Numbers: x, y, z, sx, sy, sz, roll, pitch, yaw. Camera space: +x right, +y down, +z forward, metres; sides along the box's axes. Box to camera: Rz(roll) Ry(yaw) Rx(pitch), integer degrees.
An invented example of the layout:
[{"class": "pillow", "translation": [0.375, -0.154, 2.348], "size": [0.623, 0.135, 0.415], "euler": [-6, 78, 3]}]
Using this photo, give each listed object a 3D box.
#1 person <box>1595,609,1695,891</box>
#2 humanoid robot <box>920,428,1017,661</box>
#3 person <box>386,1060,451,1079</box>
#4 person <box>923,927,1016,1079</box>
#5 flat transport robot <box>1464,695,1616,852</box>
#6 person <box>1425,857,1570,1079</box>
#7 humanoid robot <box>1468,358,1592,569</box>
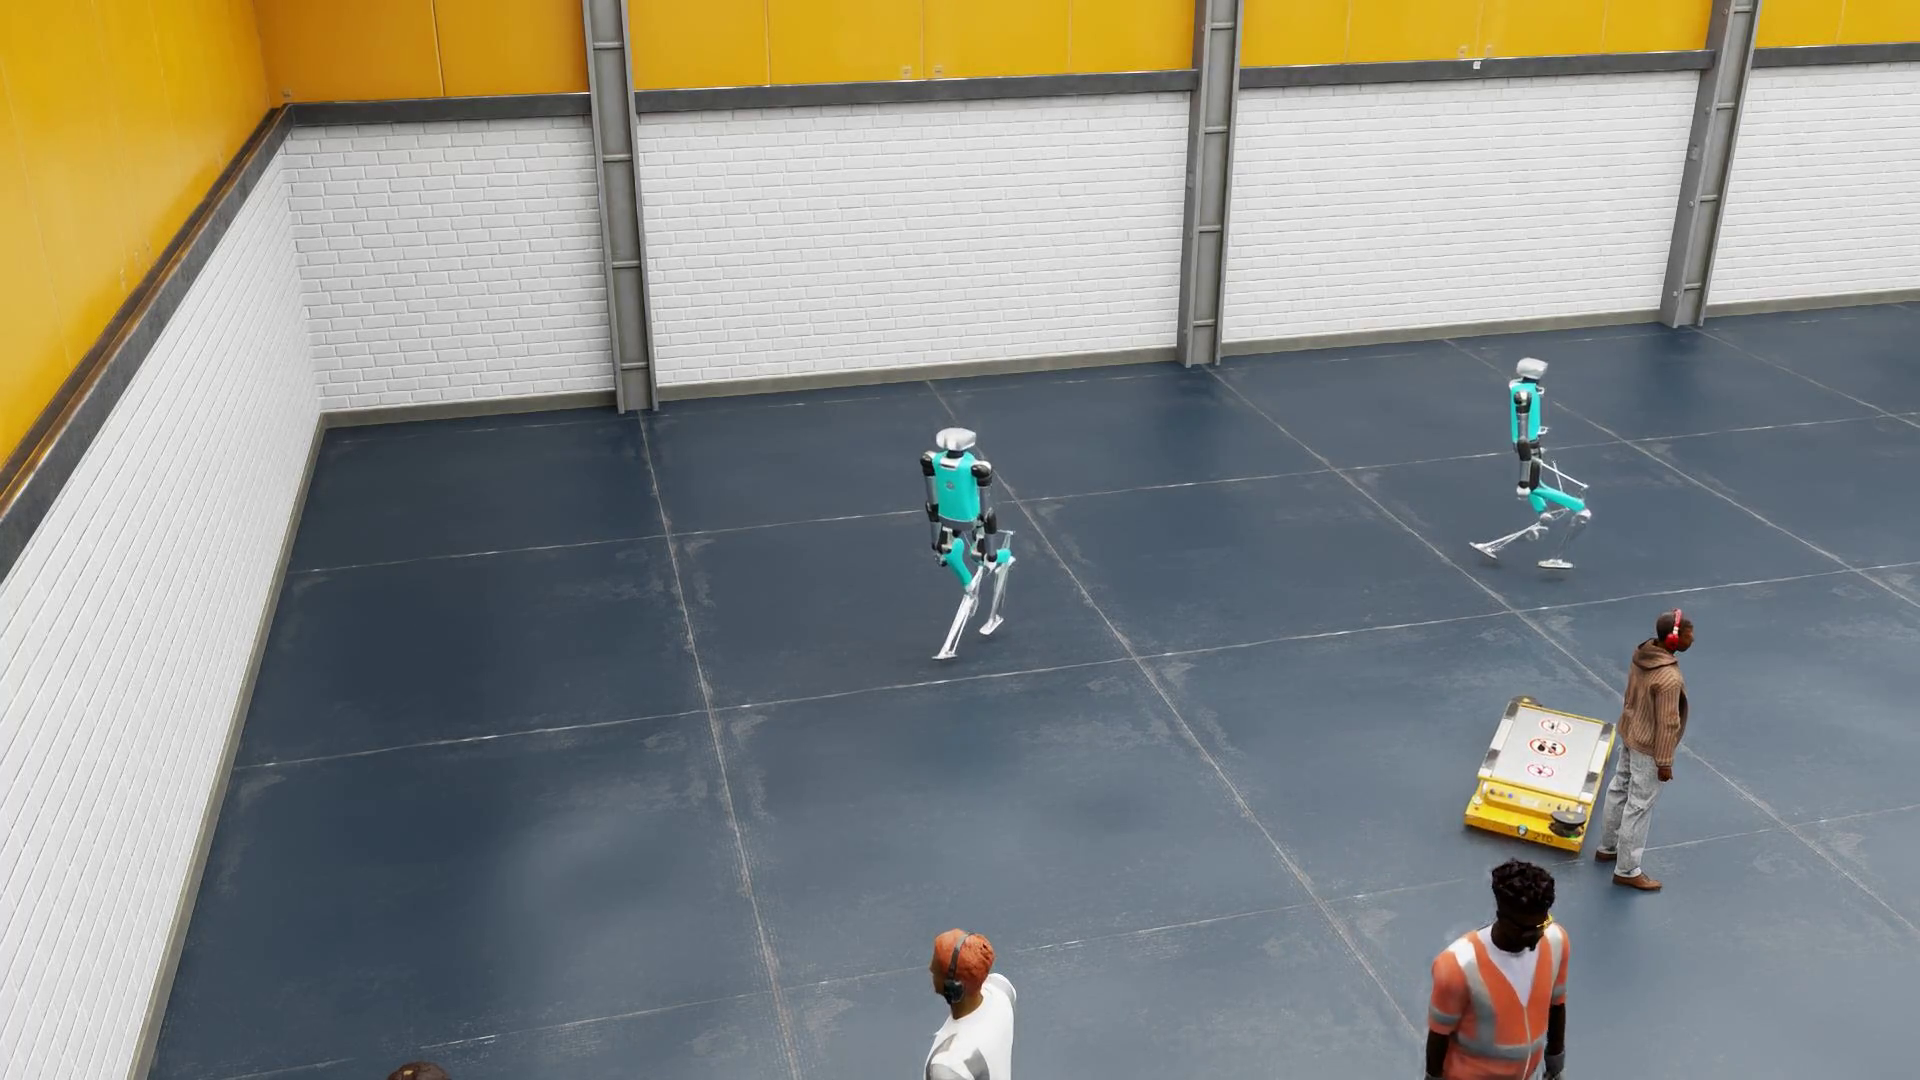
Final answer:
[{"class": "person", "translation": [3.739, 1.125, 9.085], "size": [0.317, 1.650, 0.472], "euler": [-1, 24, -2]}, {"class": "humanoid robot", "translation": [0.109, -0.007, 11.584], "size": [0.547, 1.742, 1.025], "euler": [14, 27, 28]}, {"class": "person", "translation": [-1.757, 2.525, 5.767], "size": [0.378, 1.768, 0.466], "euler": [-11, 26, -23]}, {"class": "person", "translation": [0.014, 2.256, 6.236], "size": [0.354, 1.882, 0.577], "euler": [8, 25, 18]}, {"class": "flat transport robot", "translation": [3.576, 1.401, 10.177], "size": [0.659, 0.231, 1.431], "euler": [12, 26, 25]}, {"class": "person", "translation": [2.100, 2.054, 6.641], "size": [0.614, 1.927, 0.949], "euler": [-11, 26, -23]}, {"class": "humanoid robot", "translation": [4.511, -0.508, 12.722], "size": [1.028, 1.741, 0.536], "euler": [9, 25, 19]}]
